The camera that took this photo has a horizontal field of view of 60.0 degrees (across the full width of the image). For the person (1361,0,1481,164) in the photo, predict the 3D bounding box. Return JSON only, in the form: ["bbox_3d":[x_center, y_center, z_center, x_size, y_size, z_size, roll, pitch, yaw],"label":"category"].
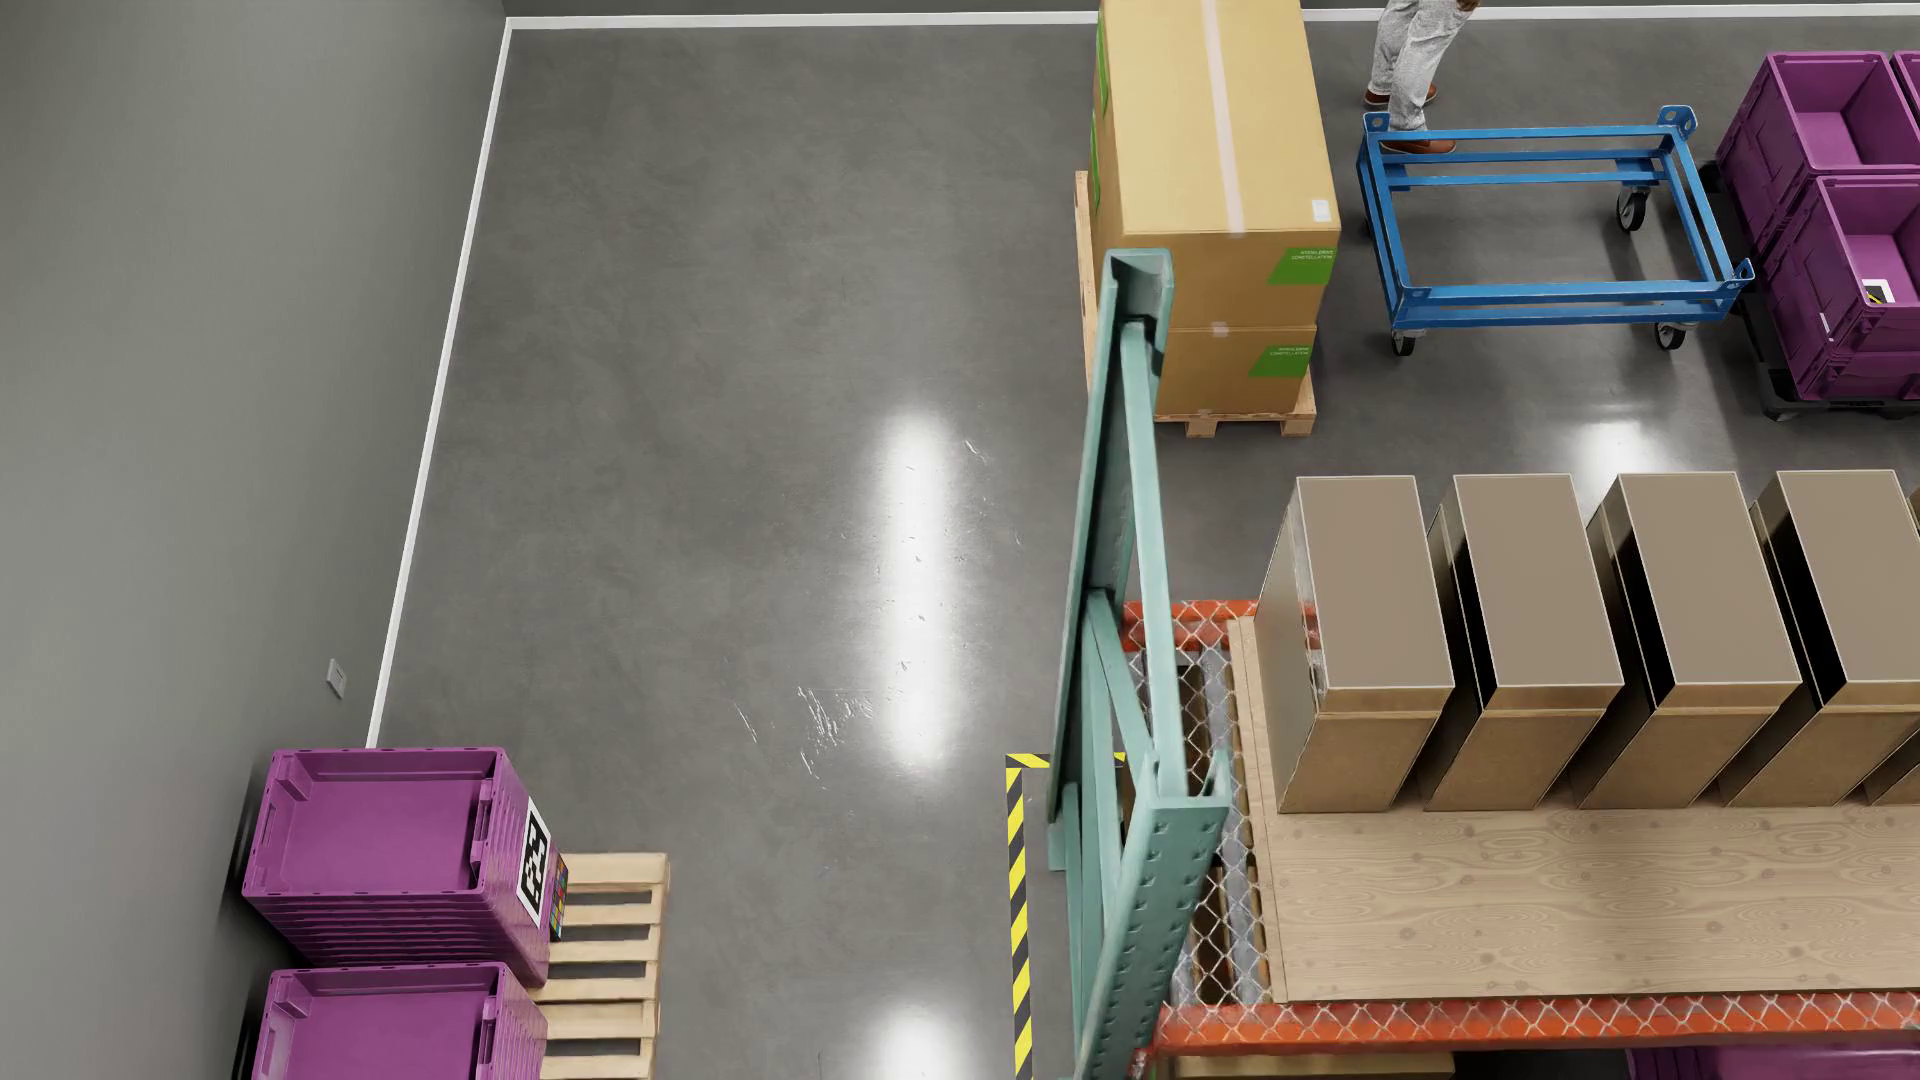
[{"bbox_3d":[1.823,-2.234,6.073,0.368,1.939,0.632,-3,58,-2],"label":"person"}]
